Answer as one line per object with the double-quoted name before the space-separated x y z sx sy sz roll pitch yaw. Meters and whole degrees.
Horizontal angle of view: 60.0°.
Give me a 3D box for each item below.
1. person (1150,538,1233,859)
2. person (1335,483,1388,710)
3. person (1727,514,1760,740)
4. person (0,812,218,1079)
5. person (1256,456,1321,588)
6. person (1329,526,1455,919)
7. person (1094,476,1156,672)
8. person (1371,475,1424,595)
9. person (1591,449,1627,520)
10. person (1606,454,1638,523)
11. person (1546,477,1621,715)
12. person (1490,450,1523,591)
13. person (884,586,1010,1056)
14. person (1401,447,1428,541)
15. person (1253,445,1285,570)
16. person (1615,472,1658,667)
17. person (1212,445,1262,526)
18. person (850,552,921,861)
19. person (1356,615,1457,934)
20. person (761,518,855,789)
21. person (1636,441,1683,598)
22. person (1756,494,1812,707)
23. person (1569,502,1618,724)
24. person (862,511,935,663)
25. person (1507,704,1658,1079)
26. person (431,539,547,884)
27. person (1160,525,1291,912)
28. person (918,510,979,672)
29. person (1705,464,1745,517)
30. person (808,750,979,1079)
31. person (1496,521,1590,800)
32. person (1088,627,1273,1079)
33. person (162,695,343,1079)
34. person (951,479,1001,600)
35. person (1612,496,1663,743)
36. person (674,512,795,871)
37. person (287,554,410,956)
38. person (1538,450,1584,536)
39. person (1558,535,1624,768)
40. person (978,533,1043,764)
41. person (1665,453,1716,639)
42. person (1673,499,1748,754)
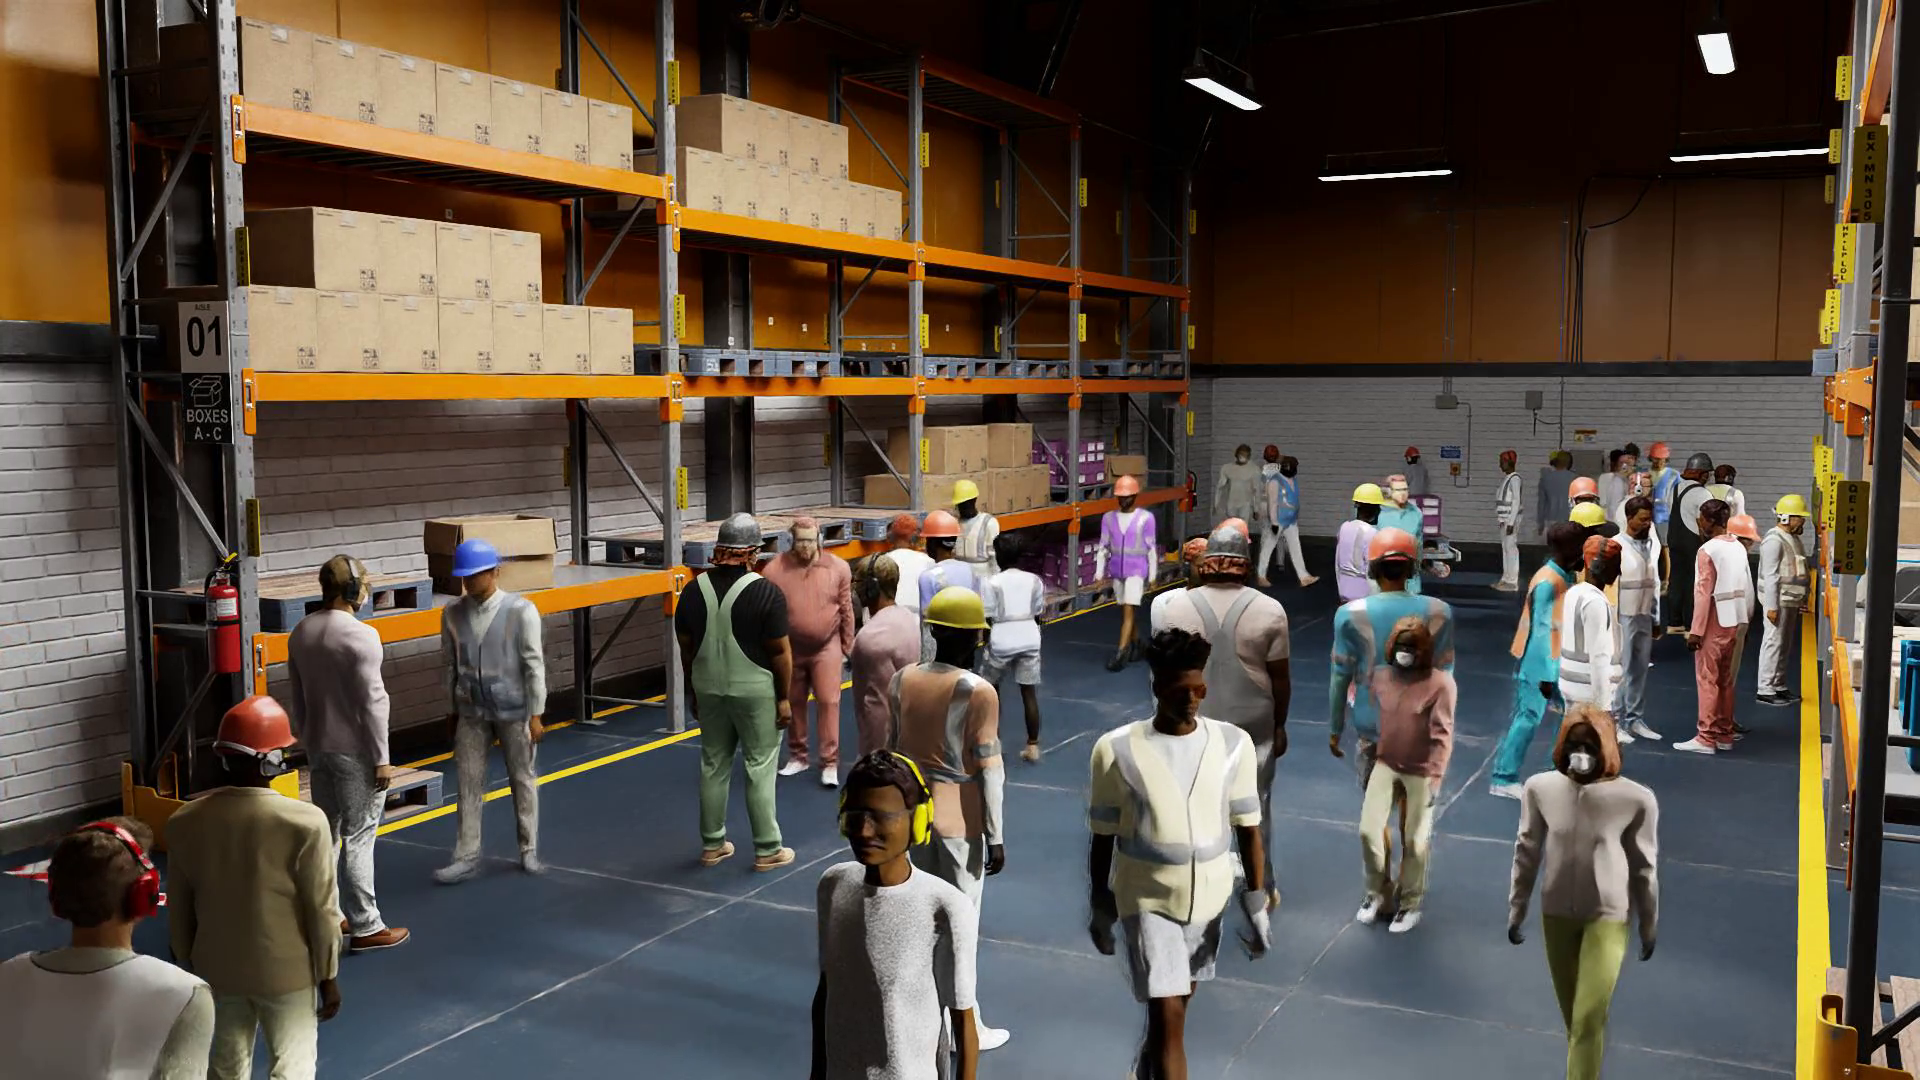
"person" 1.355 0.930 9.522 0.573 1.882 0.356 -2 6 -23
"person" 3.413 0.480 14.126 0.381 1.923 0.592 -2 6 -16
"person" 6.050 0.670 13.010 0.328 1.750 0.560 4 7 38
"person" -1.899 1.516 3.652 0.577 1.808 0.967 1 5 8
"person" 4.437 -0.237 22.564 0.665 1.776 0.957 -5 7 -43
"person" 2.221 0.940 8.622 0.620 2.024 0.442 0 5 1
"person" 1.628 0.312 16.212 0.556 1.882 1.024 3 6 28
"person" 4.226 0.312 16.106 0.660 1.886 0.507 -1 5 -11
"person" 8.416 -0.208 21.478 0.679 1.931 0.745 5 7 40
"person" 8.255 -0.118 20.709 0.399 1.900 0.644 3 6 27
"person" 5.183 0.470 13.860 0.611 1.995 0.376 1 5 7
"person" 7.349 -0.260 22.297 0.356 1.886 0.574 1 5 6
"person" -0.041 1.150 6.922 0.594 1.922 0.385 5 7 41
"person" 7.365 -0.643 27.117 0.562 1.753 0.334 -3 6 -32
"person" 4.620 -0.474 24.684 0.569 1.878 0.351 0 5 -4
"person" 6.646 0.283 16.347 0.400 1.910 0.643 1 6 15
"person" 4.083 -0.460 24.481 0.662 1.869 1.045 3 6 26
"person" -0.370 1.022 8.217 0.353 1.937 0.635 1 5 13
"person" 2.221 1.174 8.297 0.501 1.616 0.408 4 7 36
"person" -1.058 0.770 11.448 0.675 1.852 0.830 0 5 -3
"person" 9.024 -0.263 21.577 0.613 2.034 0.411 4 6 33
"person" 7.083 0.516 14.298 0.403 1.824 0.596 5 7 44
"person" 4.468 0.692 11.845 0.385 1.922 0.594 4 7 40
"person" -0.408 0.728 11.850 0.585 1.861 0.677 -1 5 -9
"person" 2.325 1.387 6.190 0.511 1.586 0.860 4 7 40
"person" -2.588 0.946 9.207 0.623 1.919 0.610 1 5 10
"person" 1.411 0.922 8.750 0.672 2.000 0.536 2 6 19
"person" -0.118 0.773 10.906 0.376 1.935 0.550 4 7 36
"person" 8.865 0.040 19.349 0.429 1.837 0.621 -3 6 -32
"person" -0.190 1.437 4.105 0.514 1.876 0.328 4 6 34
"person" 3.893 0.805 10.889 0.762 1.872 0.606 4 7 38
"person" 0.765 1.250 5.899 0.617 1.920 1.011 -1 5 -14
"person" -2.266 1.376 5.395 0.564 1.752 0.338 1 5 7
"person" 0.130 0.376 15.381 0.615 1.905 0.460 4 7 39
"person" 5.172 0.609 12.863 0.601 1.906 0.386 -3 6 -30
"person" -1.238 0.852 9.504 0.689 2.000 0.539 2 6 21
"person" -2.988 1.035 8.093 0.628 1.939 0.373 3 6 33
"person" 7.896 -0.239 21.932 0.878 1.905 0.617 -4 7 -39
"person" 3.680 0.911 9.696 0.355 1.887 0.573 1 5 6
"person" 0.346 0.783 12.263 0.555 1.663 0.811 -2 6 -24
"person" 8.023 0.050 18.137 0.536 2.000 0.683 -1 5 -9
"person" 5.674 0.645 12.477 0.594 1.907 0.415 -5 7 -42
